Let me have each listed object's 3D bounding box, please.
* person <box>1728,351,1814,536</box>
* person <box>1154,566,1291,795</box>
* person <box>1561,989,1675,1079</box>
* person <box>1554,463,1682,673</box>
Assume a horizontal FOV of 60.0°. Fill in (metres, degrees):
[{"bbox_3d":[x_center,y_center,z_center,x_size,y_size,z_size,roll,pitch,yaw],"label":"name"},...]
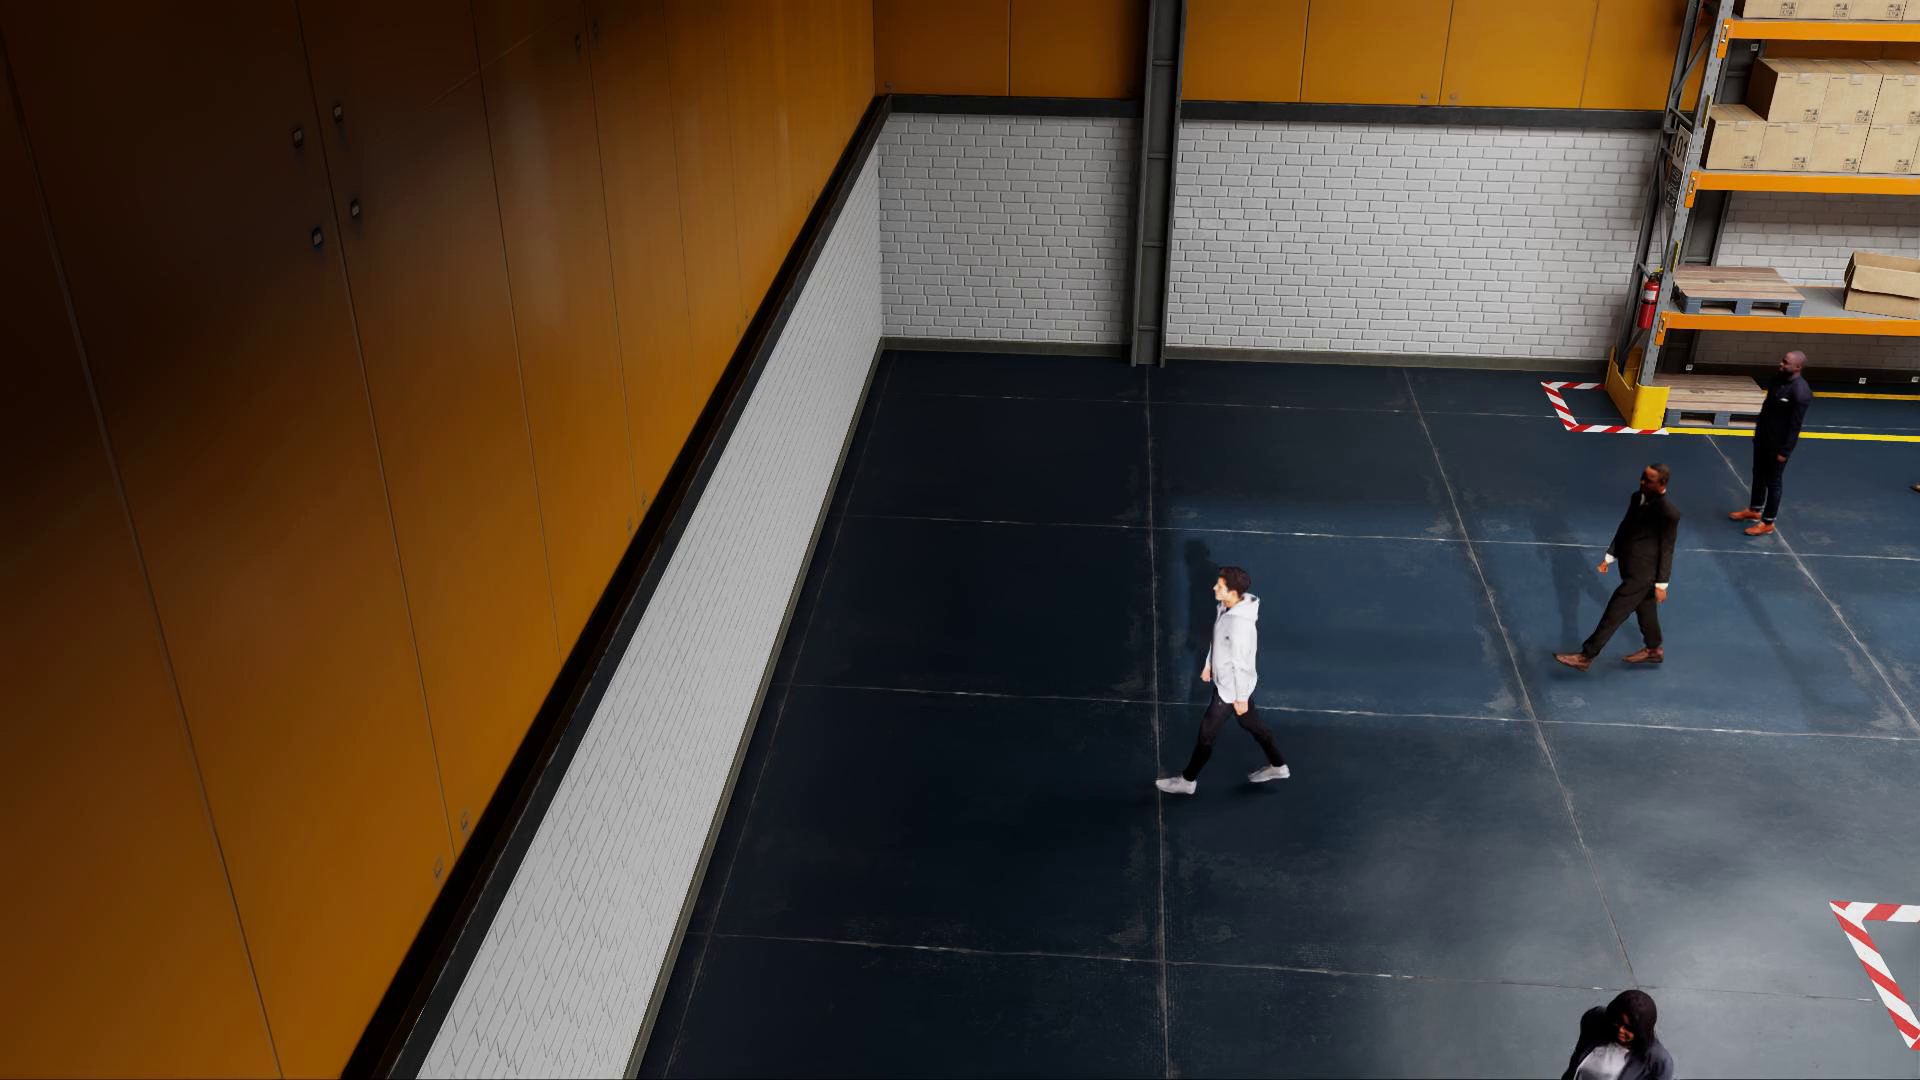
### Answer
[{"bbox_3d":[7.680,-0.931,15.649,0.640,1.818,0.729,-2,29,-3],"label":"person"},{"bbox_3d":[2.067,1.042,11.969,1.265,1.878,0.763,1,29,1],"label":"person"},{"bbox_3d":[3.430,2.970,8.762,1.097,1.565,1.061,-25,37,-38],"label":"person"},{"bbox_3d":[5.583,0.248,13.447,1.276,1.858,0.877,-3,29,-5],"label":"person"}]
